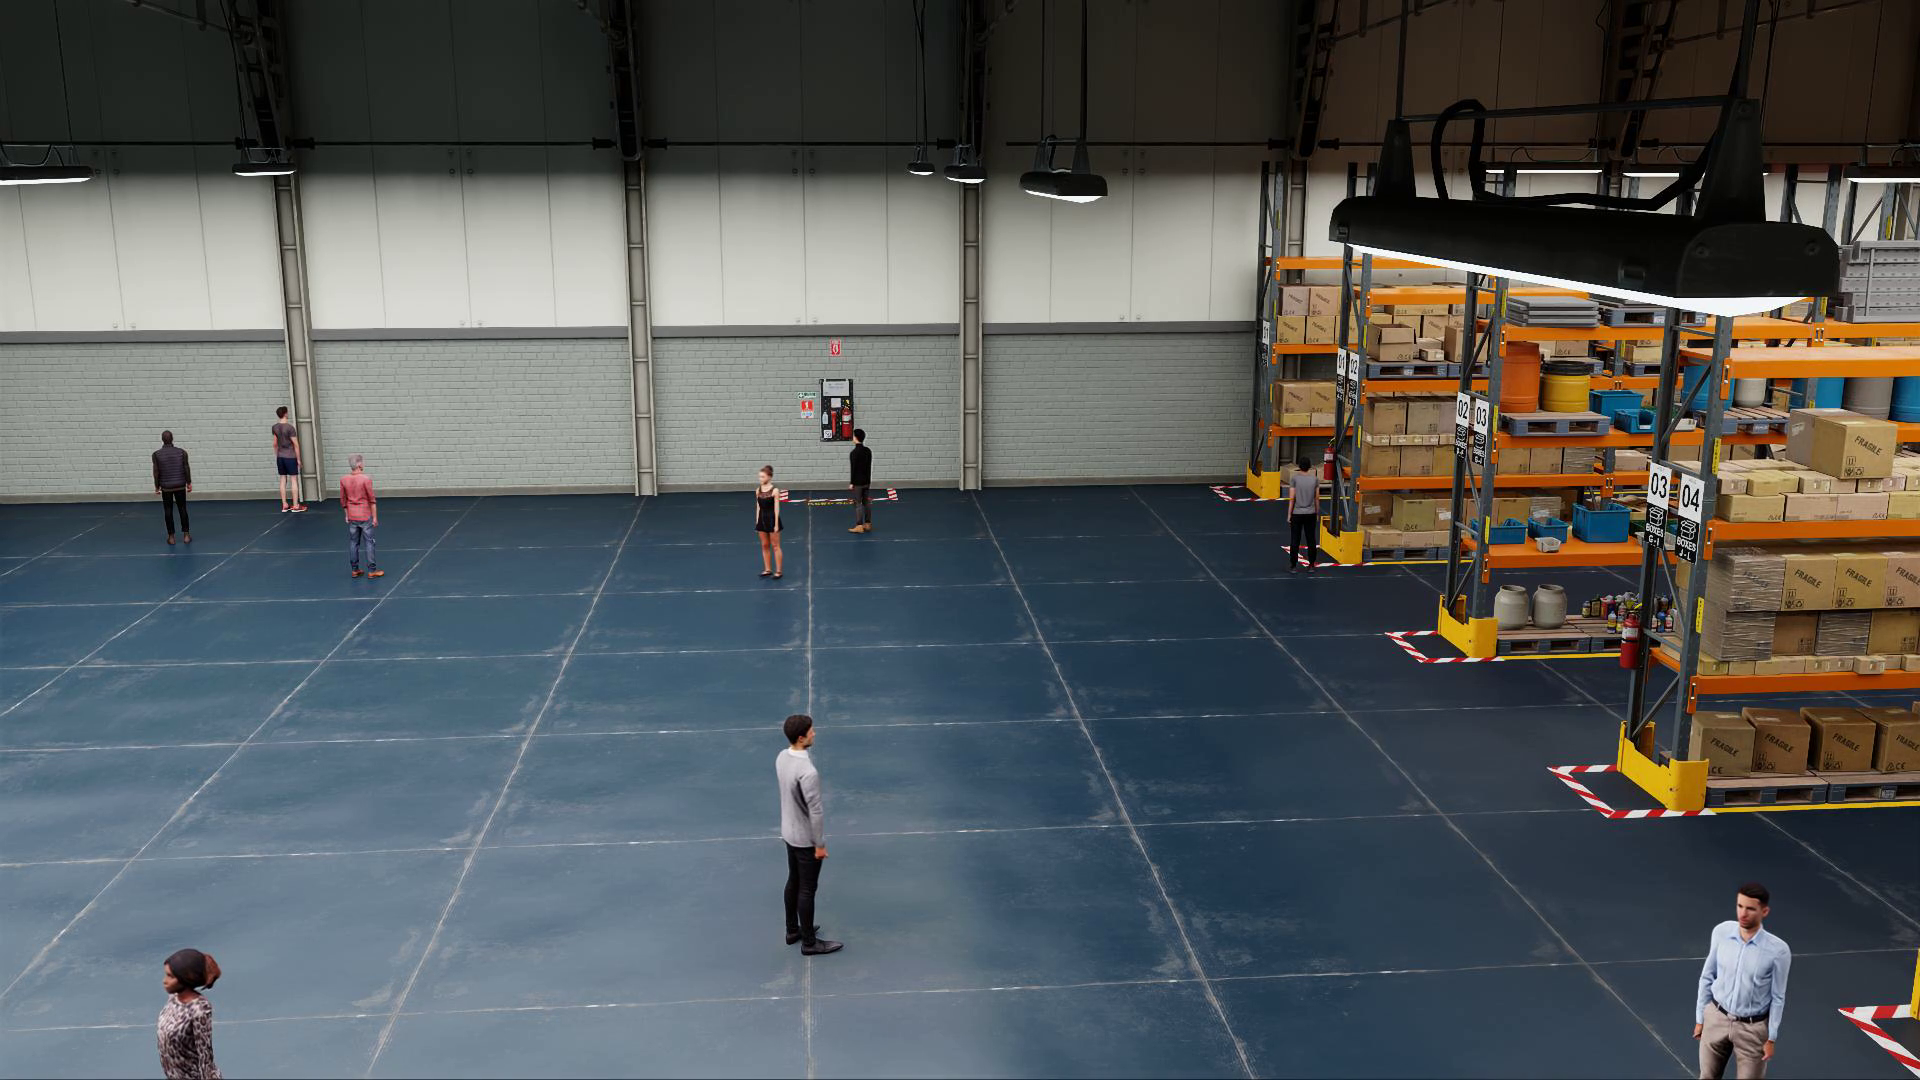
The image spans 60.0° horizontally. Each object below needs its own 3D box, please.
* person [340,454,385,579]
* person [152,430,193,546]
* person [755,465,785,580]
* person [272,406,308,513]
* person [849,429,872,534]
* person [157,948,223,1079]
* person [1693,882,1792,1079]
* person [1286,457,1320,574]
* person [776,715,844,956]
[{"bbox_3d":[-8.849,-0.357,24.540,0.603,1.831,0.806,3,13,12],"label":"person"},{"bbox_3d":[-12.634,-0.857,26.689,0.671,1.836,0.837,-7,15,-29],"label":"person"},{"bbox_3d":[-2.805,-0.267,24.489,0.670,1.679,0.749,8,15,31],"label":"person"},{"bbox_3d":[-11.759,-1.415,29.058,0.609,1.853,0.770,3,13,14],"label":"person"},{"bbox_3d":[-1.653,-0.988,27.504,0.755,1.722,0.711,10,16,36],"label":"person"},{"bbox_3d":[-4.415,3.162,9.604,0.684,1.714,0.743,11,17,39],"label":"person"},{"bbox_3d":[4.761,2.960,10.180,0.752,1.848,0.809,11,17,40],"label":"person"},{"bbox_3d":[5.130,-0.386,24.836,0.485,1.754,0.681,0,13,-2],"label":"person"},{"bbox_3d":[-1.237,2.276,12.967,0.813,1.923,0.839,-8,15,-31],"label":"person"}]
